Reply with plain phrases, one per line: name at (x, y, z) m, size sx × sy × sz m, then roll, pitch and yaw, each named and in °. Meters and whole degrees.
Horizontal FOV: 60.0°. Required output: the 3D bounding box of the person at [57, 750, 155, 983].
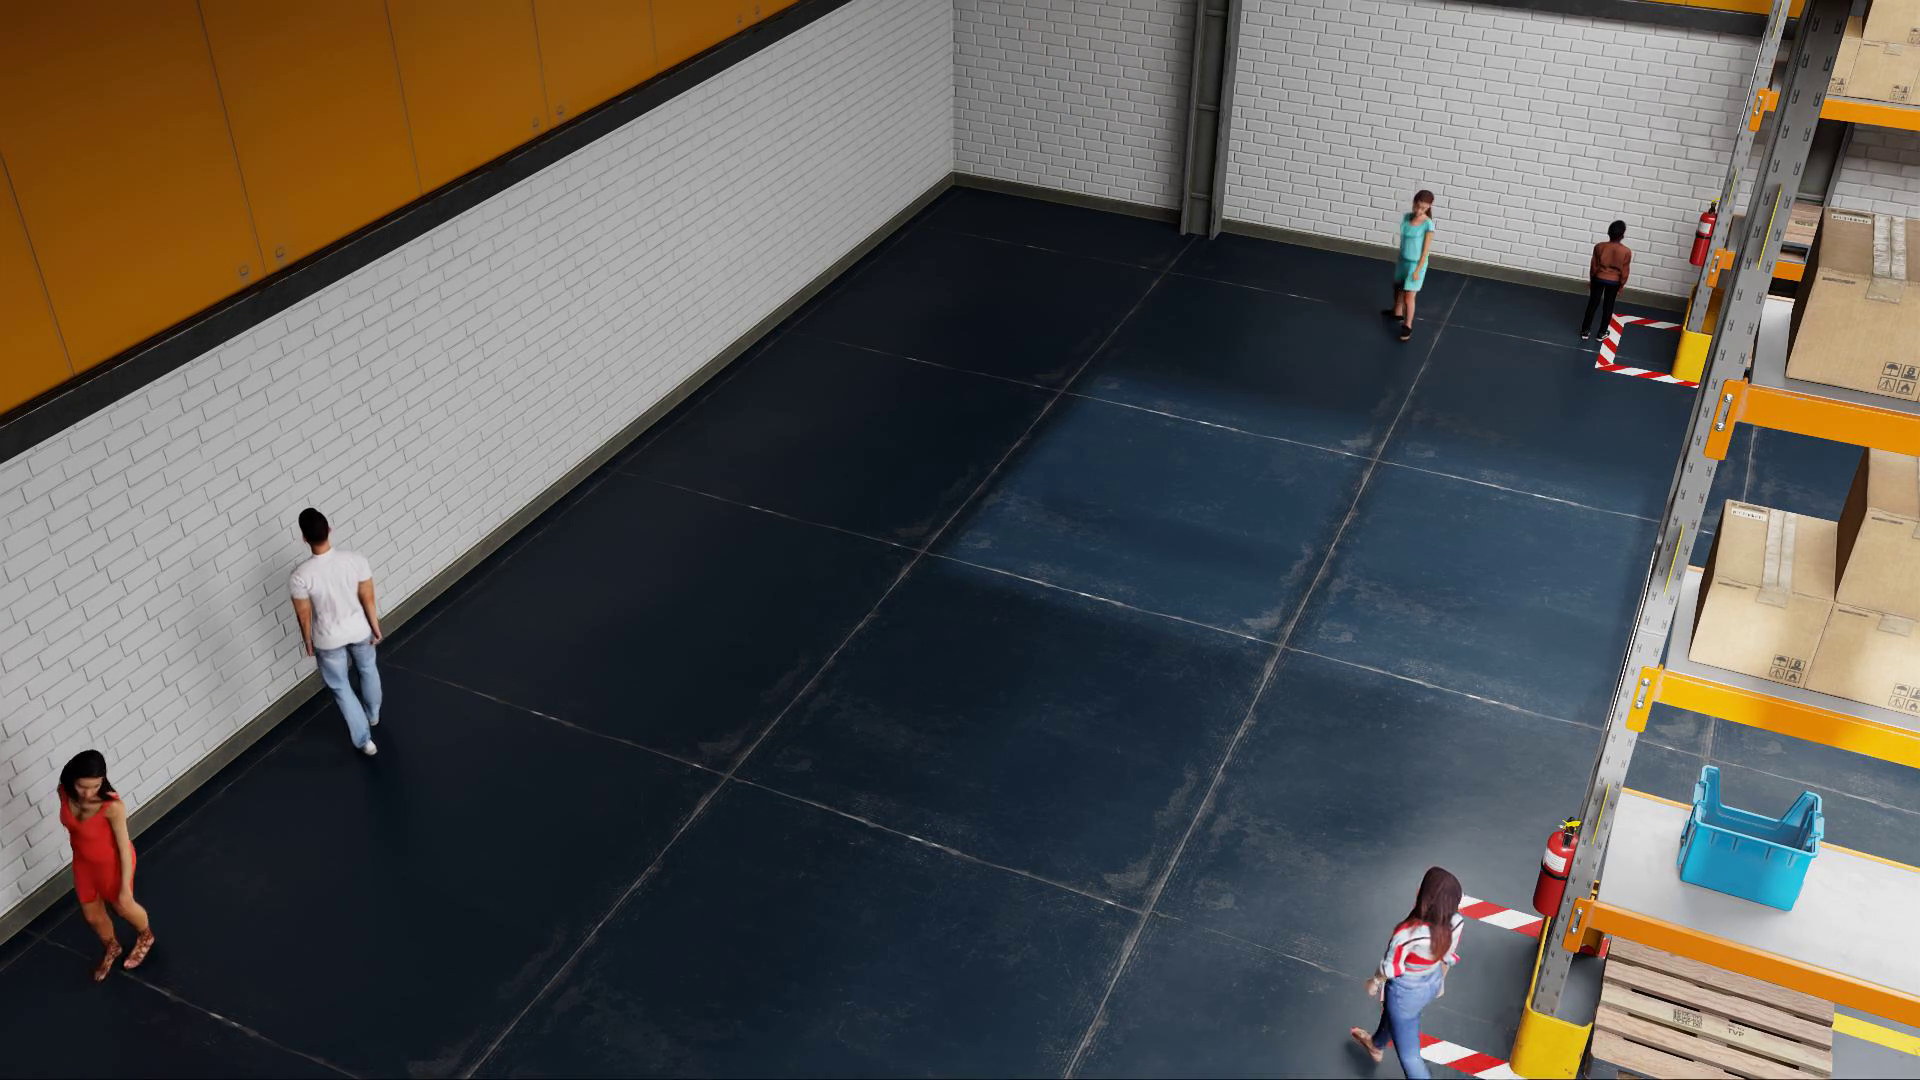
person at (-4.830, 1.811, 9.431) m, size 0.648 × 1.666 × 0.809 m, roll 14°, pitch 36°, yaw 20°

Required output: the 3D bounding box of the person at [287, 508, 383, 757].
person at (-4.097, 0.634, 11.039) m, size 0.941 × 1.848 × 1.065 m, roll -21°, pitch 39°, yaw -29°

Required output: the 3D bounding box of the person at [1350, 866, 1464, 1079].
person at (2.401, 2.385, 8.644) m, size 0.946 × 1.582 × 1.122 m, roll -19°, pitch 38°, yaw -26°

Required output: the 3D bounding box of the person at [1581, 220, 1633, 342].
person at (6.364, -2.559, 16.379) m, size 0.427 × 1.255 × 0.588 m, roll 17°, pitch 37°, yaw 23°

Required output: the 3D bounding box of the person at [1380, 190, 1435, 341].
person at (4.446, -2.741, 16.396) m, size 0.898 × 1.539 × 0.793 m, roll -9°, pitch 35°, yaw -14°
